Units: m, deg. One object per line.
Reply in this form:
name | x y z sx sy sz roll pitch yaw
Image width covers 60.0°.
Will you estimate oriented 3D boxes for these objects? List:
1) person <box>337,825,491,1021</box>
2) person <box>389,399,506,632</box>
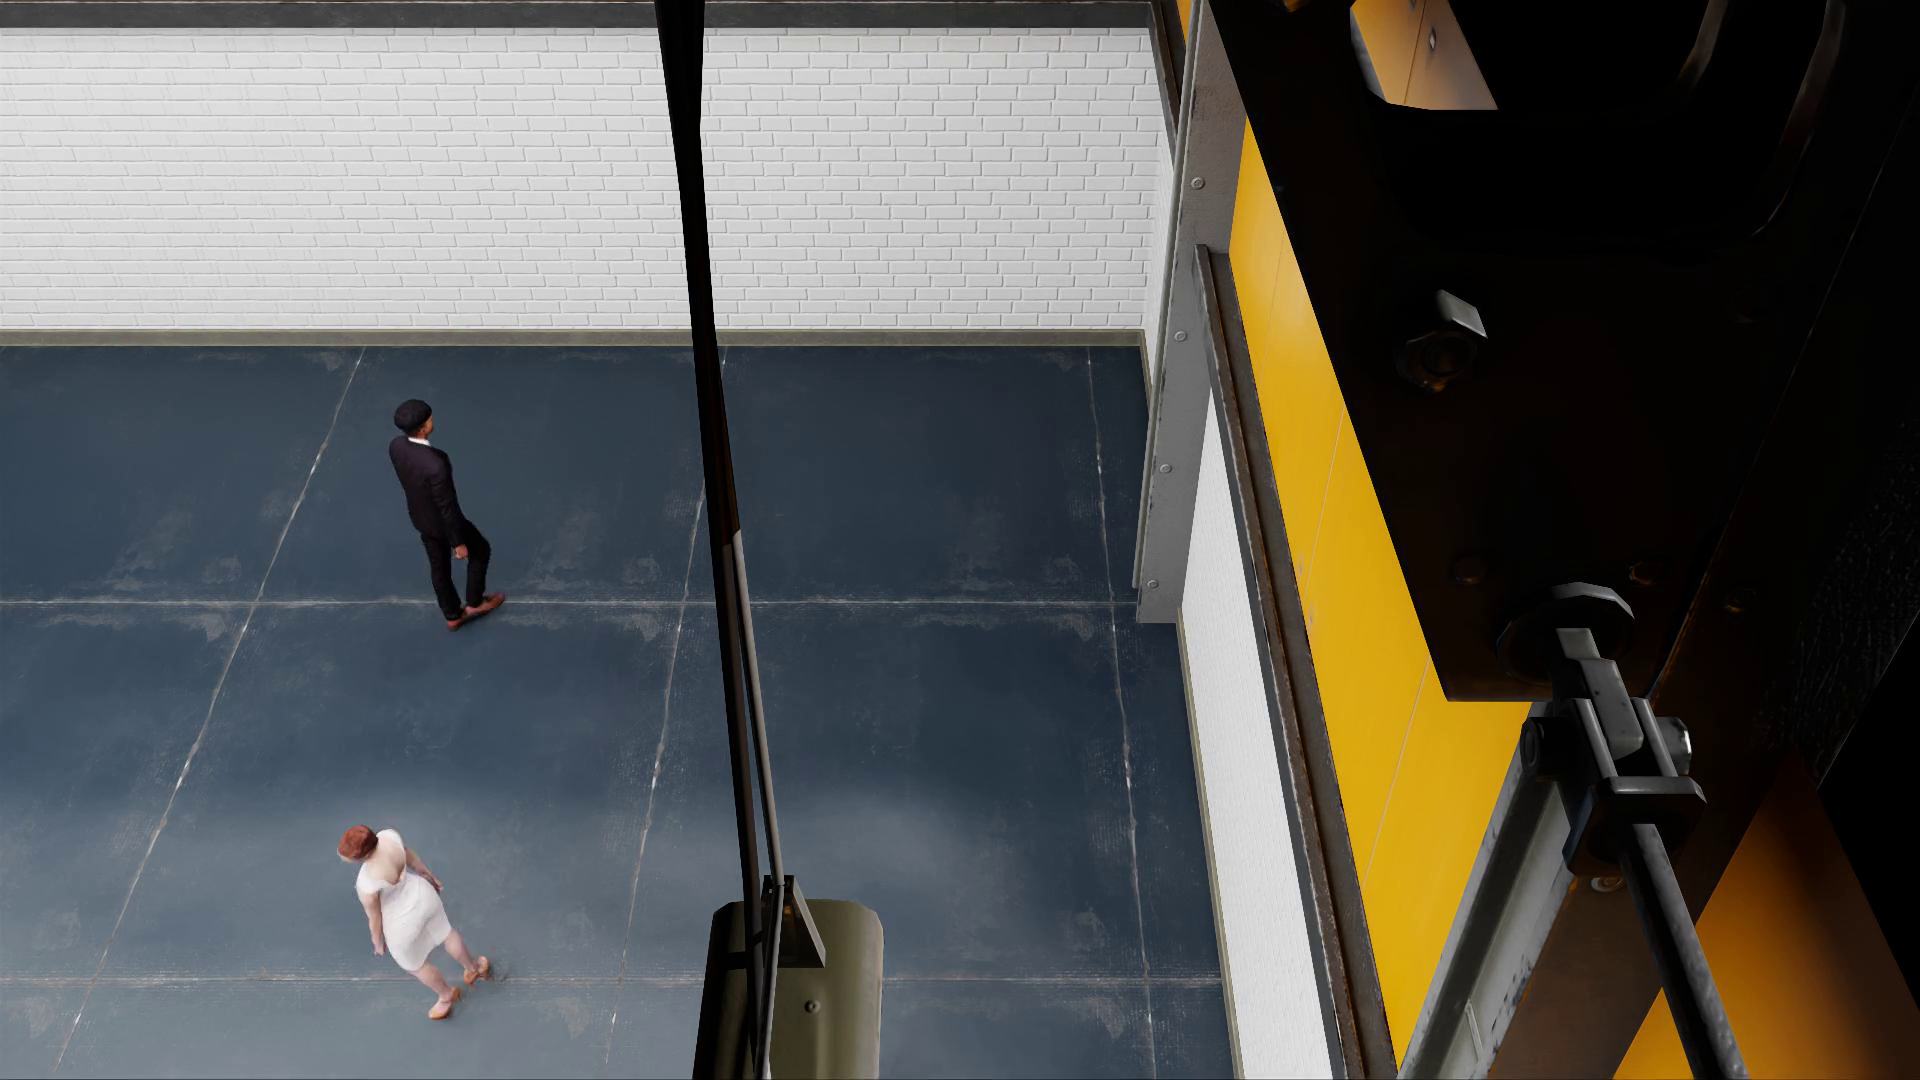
person | -2.840 1.954 8.776 0.814 1.775 0.587 18 47 18
person | -3.472 -0.091 10.853 0.855 1.870 0.890 28 50 26
